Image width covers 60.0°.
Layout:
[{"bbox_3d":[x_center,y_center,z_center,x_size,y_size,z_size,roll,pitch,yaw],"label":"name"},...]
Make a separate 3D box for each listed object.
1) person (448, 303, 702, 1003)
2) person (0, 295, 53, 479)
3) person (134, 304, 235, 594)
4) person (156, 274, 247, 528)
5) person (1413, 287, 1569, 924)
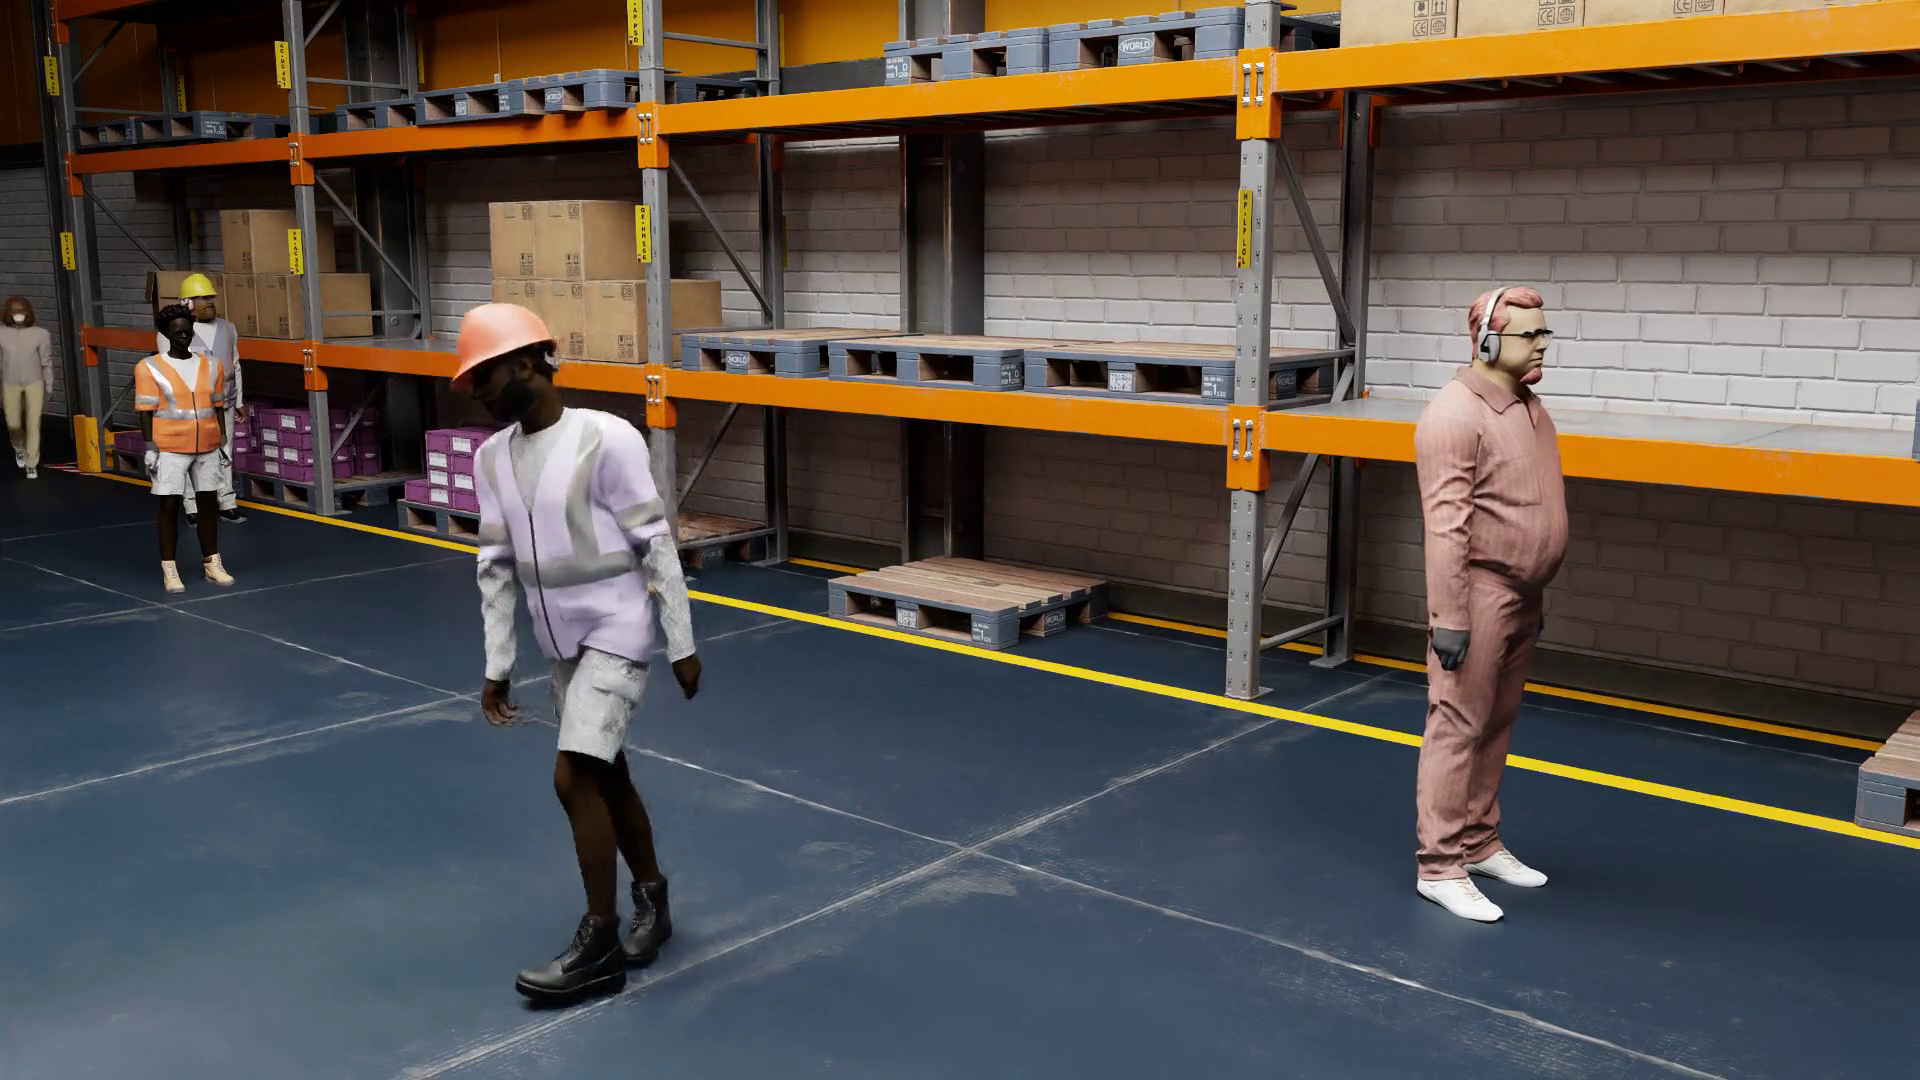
[{"bbox_3d":[-1.072,0.300,4.549,0.635,1.873,0.701,7,12,36],"label":"person"},{"bbox_3d":[-8.324,-1.367,14.773,0.520,1.610,0.593,-5,11,-27],"label":"person"},{"bbox_3d":[-4.577,-0.541,9.843,0.316,1.696,0.540,8,13,39],"label":"person"},{"bbox_3d":[-5.499,-1.012,12.122,0.404,1.836,0.600,8,13,39],"label":"person"},{"bbox_3d":[1.636,0.187,5.098,0.409,1.907,0.651,8,13,39],"label":"person"}]
